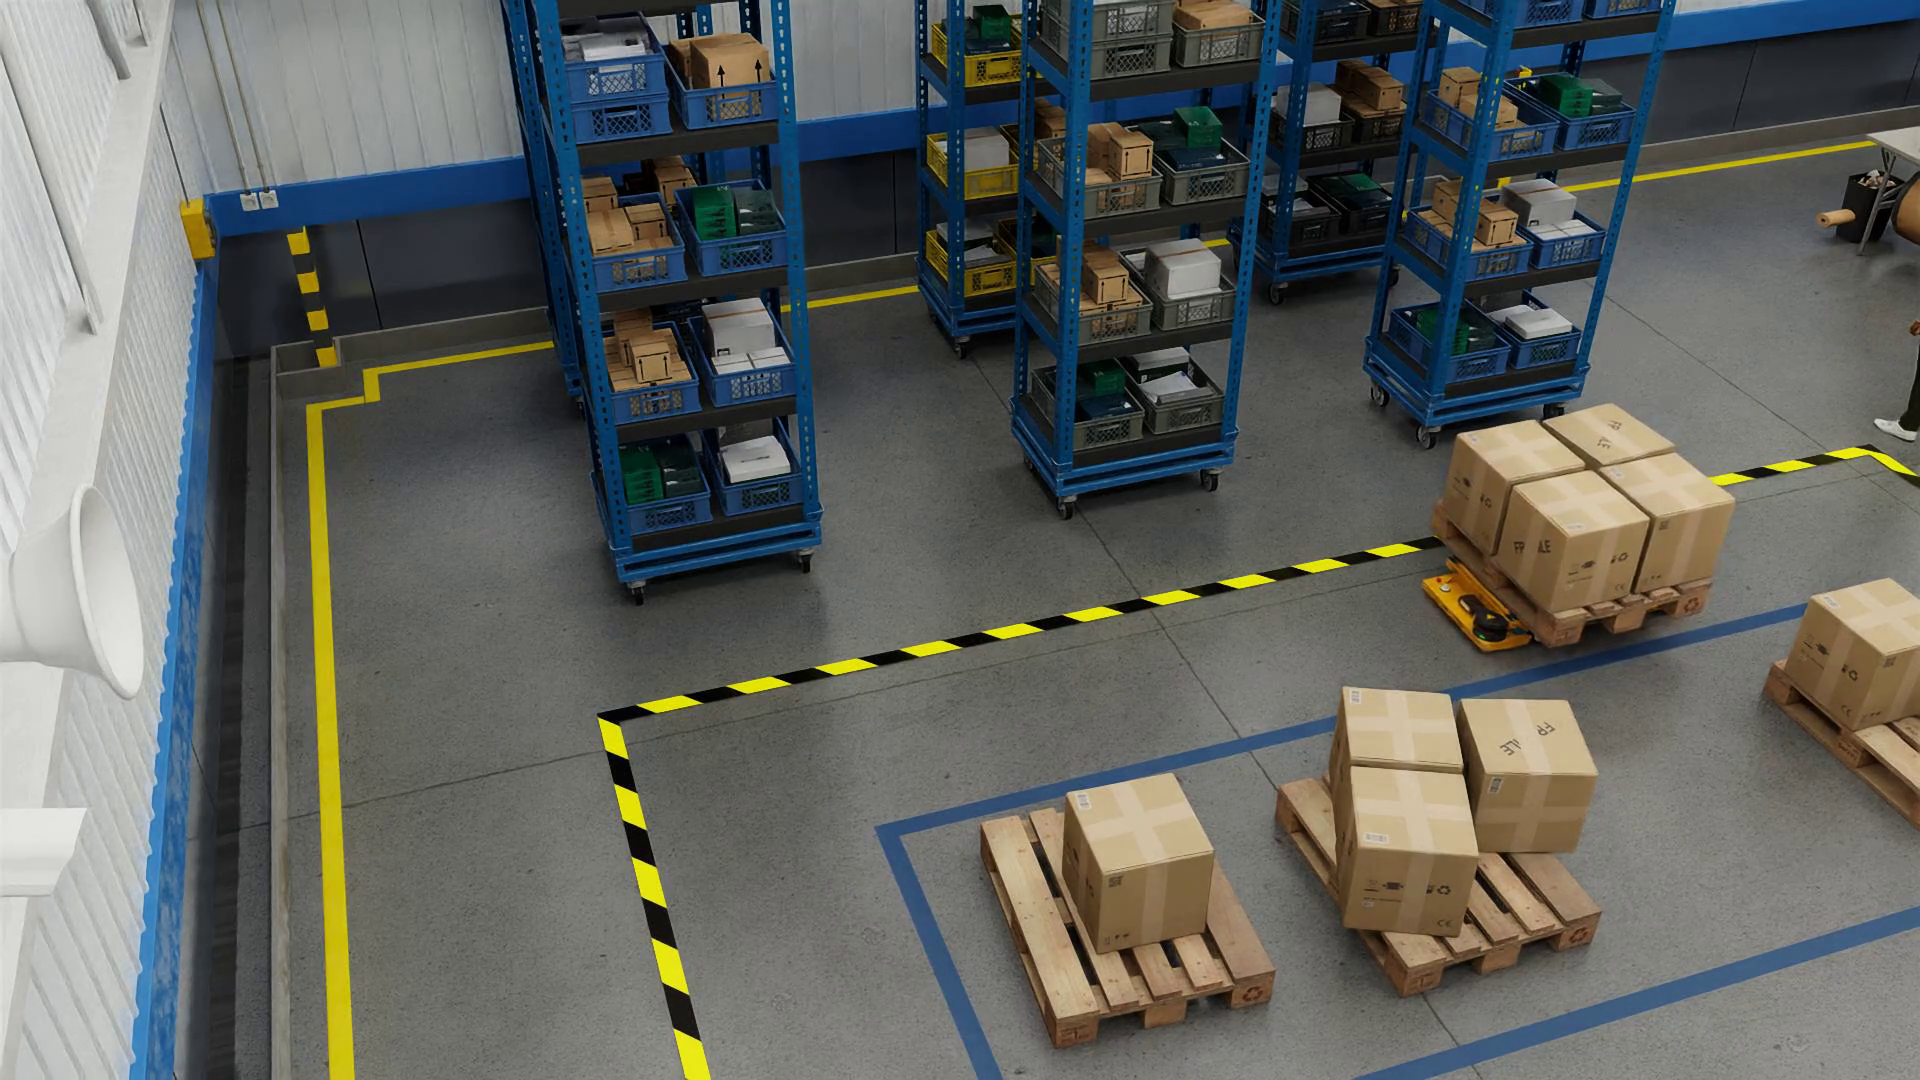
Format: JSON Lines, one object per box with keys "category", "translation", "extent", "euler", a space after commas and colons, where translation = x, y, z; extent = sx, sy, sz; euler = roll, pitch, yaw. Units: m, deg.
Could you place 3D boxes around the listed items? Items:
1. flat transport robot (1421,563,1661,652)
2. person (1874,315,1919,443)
{"category": "flat transport robot", "translation": [3.491, 0.252, 9.674], "extent": [1.431, 0.197, 0.652], "euler": [-11, 37, -15]}
{"category": "person", "translation": [6.461, -1.492, 10.798], "extent": [0.589, 1.852, 0.365], "euler": [-11, 37, -16]}
